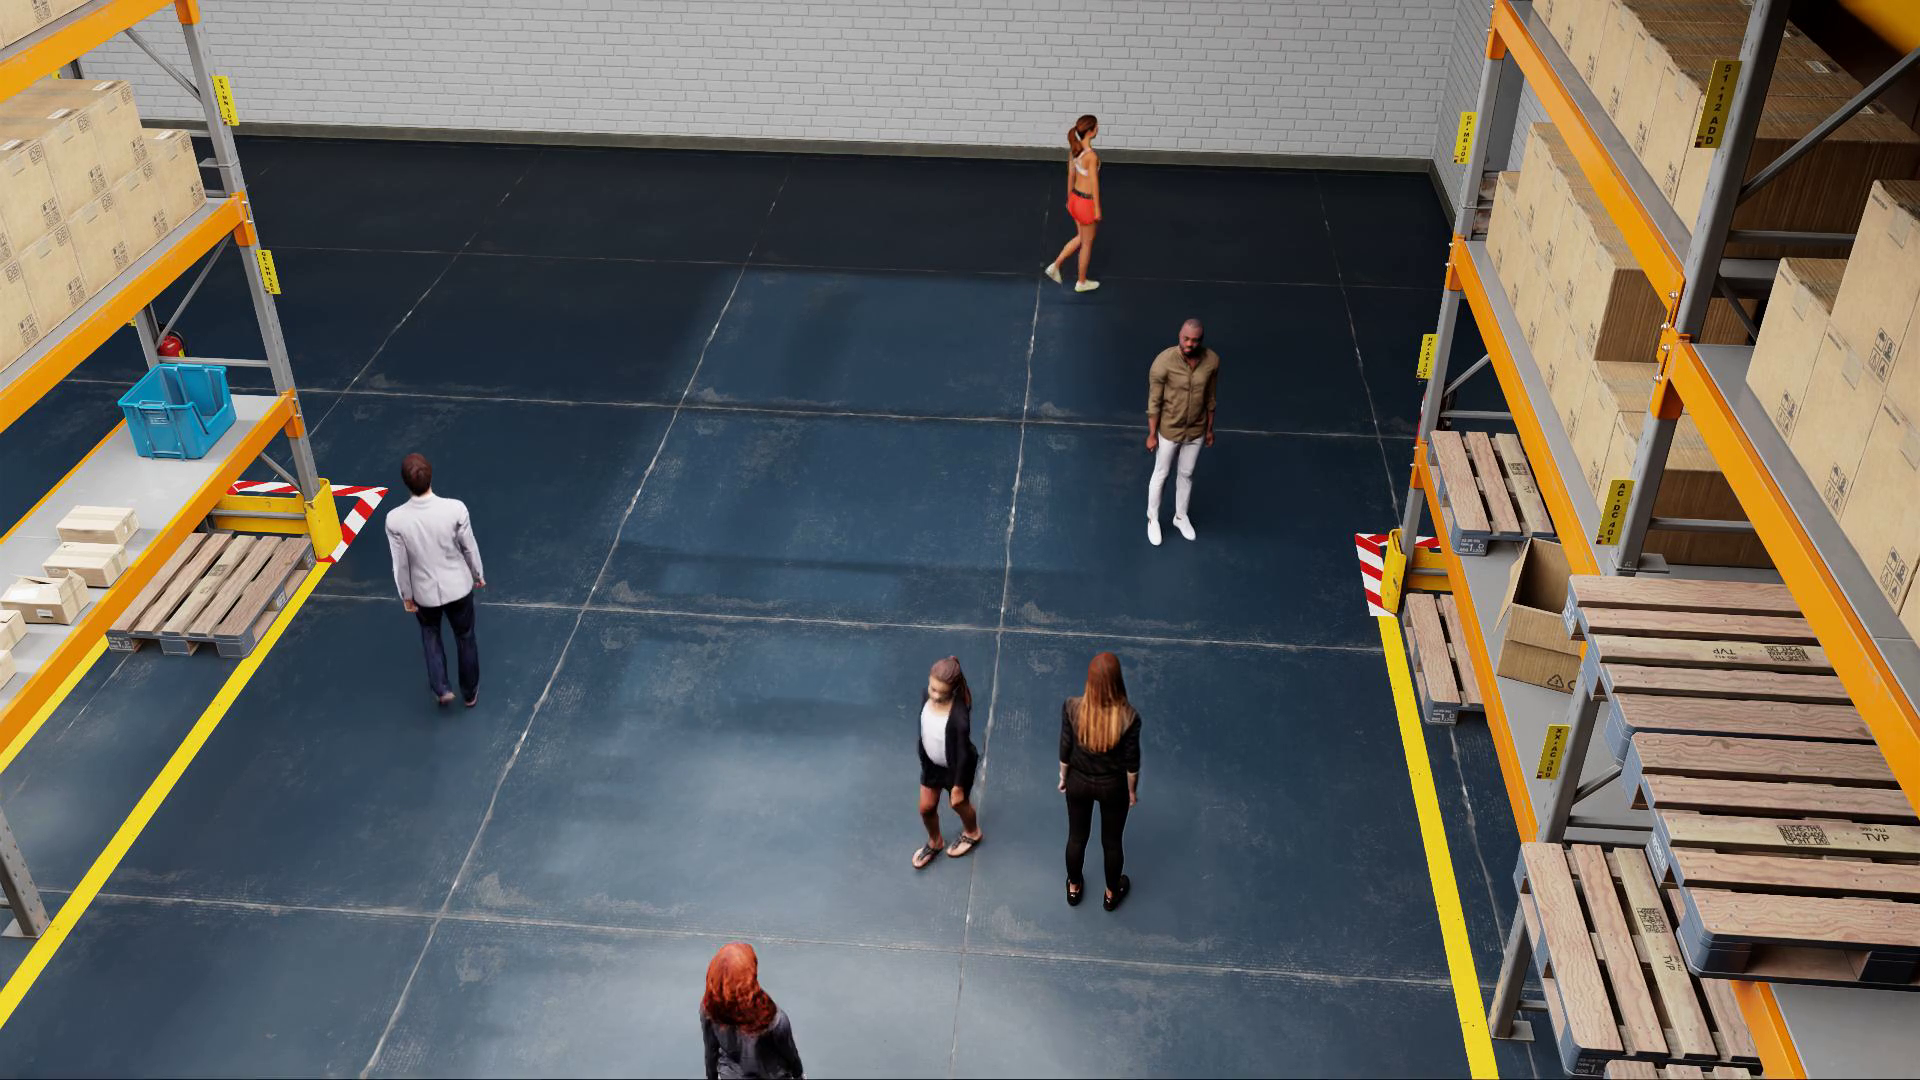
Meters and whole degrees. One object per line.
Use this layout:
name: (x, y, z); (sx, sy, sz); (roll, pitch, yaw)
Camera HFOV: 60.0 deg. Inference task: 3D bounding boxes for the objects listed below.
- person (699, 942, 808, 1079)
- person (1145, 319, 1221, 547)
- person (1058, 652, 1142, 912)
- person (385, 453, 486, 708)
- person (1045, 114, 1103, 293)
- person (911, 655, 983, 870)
person: (-0.939, 2.516, 7.347); (0.865, 1.741, 1.228); (15, 37, 21)
person: (1.628, -0.824, 12.298); (0.787, 1.824, 0.706); (-8, 34, -12)
person: (0.752, 1.341, 9.140); (0.639, 1.712, 0.589); (9, 35, 14)
person: (-3.284, 0.344, 10.530); (0.770, 1.834, 0.777); (-8, 34, -12)
person: (1.112, -3.167, 15.863); (0.857, 1.779, 0.856); (-15, 36, -21)
person: (-0.027, 1.223, 9.483); (0.828, 1.529, 0.746); (-25, 41, -32)
